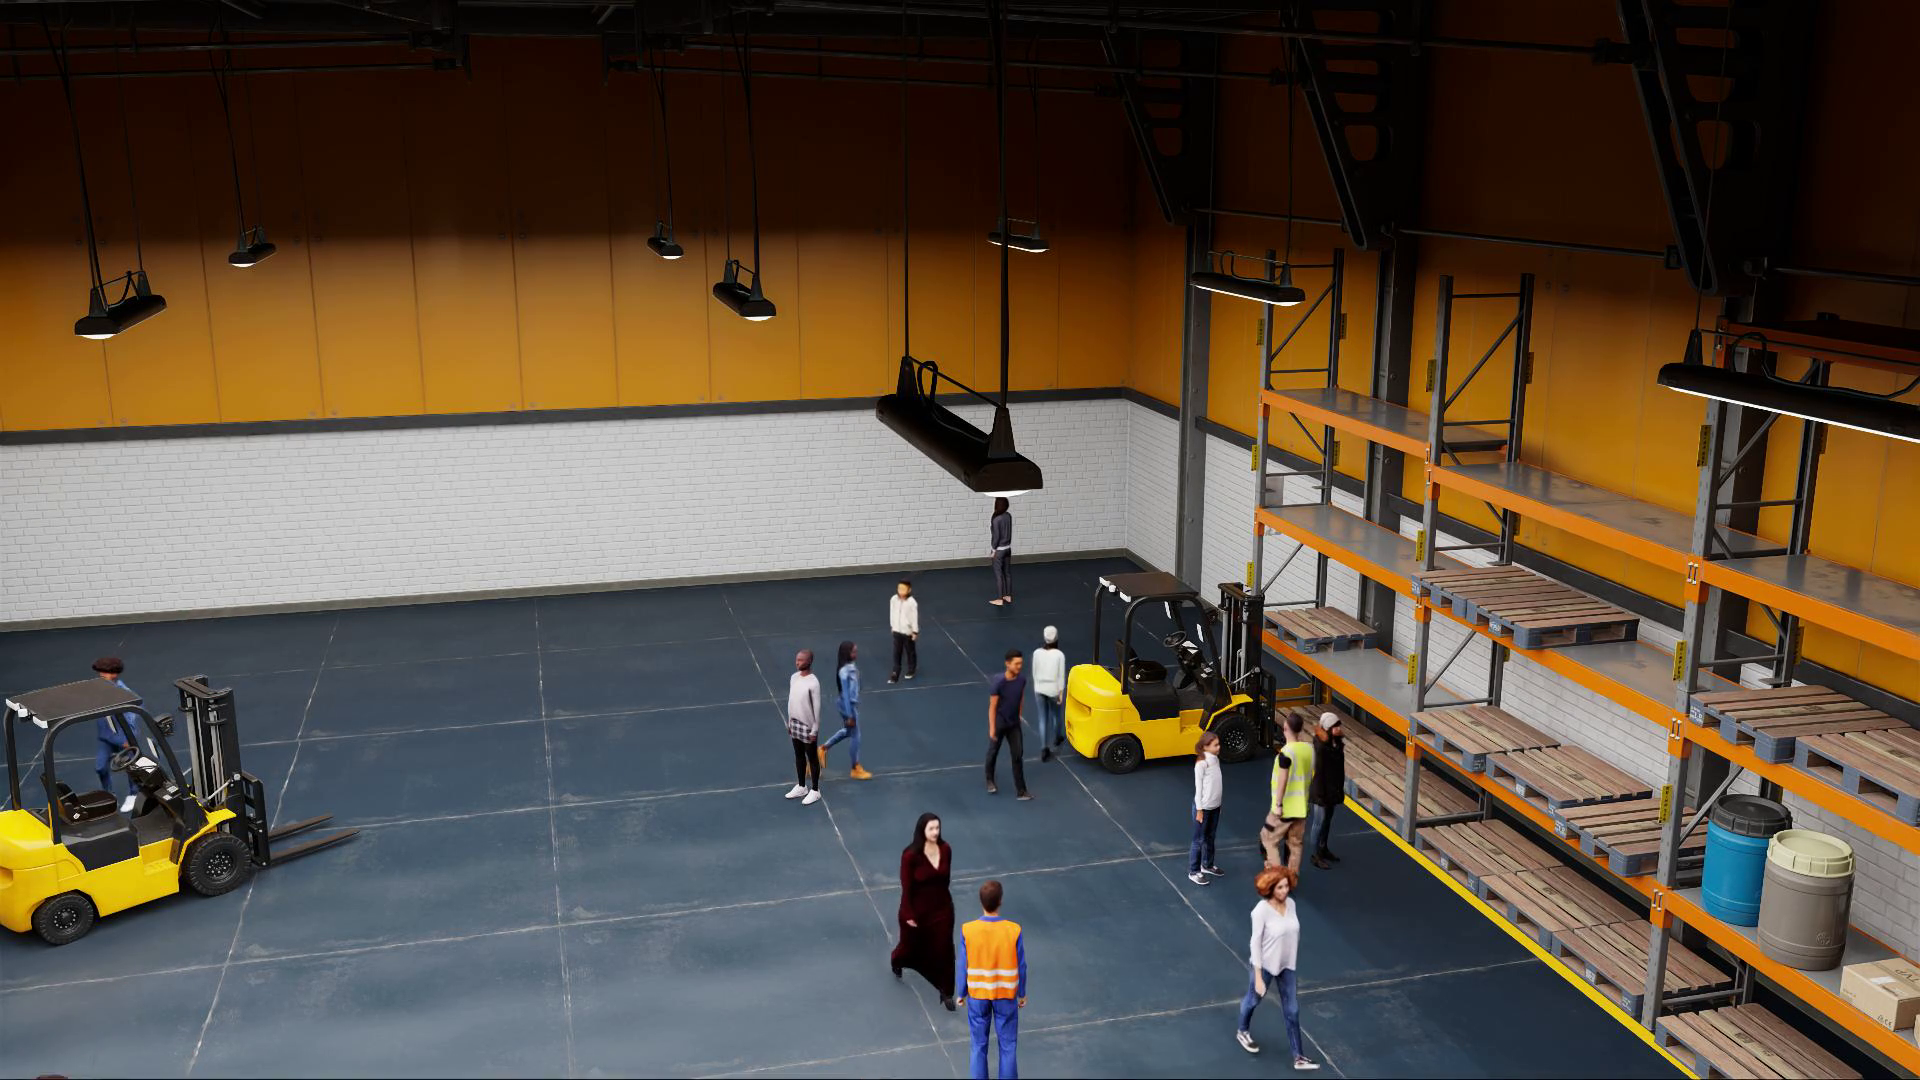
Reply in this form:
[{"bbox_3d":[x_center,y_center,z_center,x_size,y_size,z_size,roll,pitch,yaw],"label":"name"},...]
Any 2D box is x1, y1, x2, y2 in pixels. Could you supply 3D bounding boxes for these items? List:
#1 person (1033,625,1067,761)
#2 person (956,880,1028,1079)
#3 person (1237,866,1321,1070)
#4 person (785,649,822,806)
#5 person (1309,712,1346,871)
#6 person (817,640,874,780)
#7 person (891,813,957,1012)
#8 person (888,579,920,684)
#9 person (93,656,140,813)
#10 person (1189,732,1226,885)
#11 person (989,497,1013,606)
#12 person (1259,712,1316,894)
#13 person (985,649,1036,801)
[{"bbox_3d":[1.043,1.846,20.035,0.859,1.623,1.024,4,14,15],"label":"person"},{"bbox_3d":[0.245,3.491,12.735,0.766,1.861,0.717,1,14,2],"label":"person"},{"bbox_3d":[2.468,3.405,13.492,0.792,1.672,1.138,-7,15,-25],"label":"person"},{"bbox_3d":[-1.739,2.081,18.749,0.654,1.771,0.758,12,18,41],"label":"person"},{"bbox_3d":[3.770,2.550,17.110,0.790,1.633,0.748,10,17,37],"label":"person"},{"bbox_3d":[-1.372,1.977,19.338,0.883,1.697,0.979,-1,14,-3],"label":"person"},{"bbox_3d":[-0.349,3.171,14.356,0.816,1.720,1.143,-7,15,-27],"label":"person"},{"bbox_3d":[-0.736,1.234,22.967,0.864,1.434,0.952,6,15,22],"label":"person"},{"bbox_3d":[-9.321,2.133,18.488,0.834,1.793,0.868,3,14,10],"label":"person"},{"bbox_3d":[2.485,2.671,16.772,0.655,1.555,0.618,13,19,42],"label":"person"},{"bbox_3d":[0.677,0.151,26.728,0.715,1.767,0.690,11,17,37],"label":"person"},{"bbox_3d":[3.308,2.628,16.393,0.892,1.818,0.865,13,19,43],"label":"person"},{"bbox_3d":[0.472,2.063,18.886,0.858,1.742,1.111,-6,15,-24],"label":"person"}]
